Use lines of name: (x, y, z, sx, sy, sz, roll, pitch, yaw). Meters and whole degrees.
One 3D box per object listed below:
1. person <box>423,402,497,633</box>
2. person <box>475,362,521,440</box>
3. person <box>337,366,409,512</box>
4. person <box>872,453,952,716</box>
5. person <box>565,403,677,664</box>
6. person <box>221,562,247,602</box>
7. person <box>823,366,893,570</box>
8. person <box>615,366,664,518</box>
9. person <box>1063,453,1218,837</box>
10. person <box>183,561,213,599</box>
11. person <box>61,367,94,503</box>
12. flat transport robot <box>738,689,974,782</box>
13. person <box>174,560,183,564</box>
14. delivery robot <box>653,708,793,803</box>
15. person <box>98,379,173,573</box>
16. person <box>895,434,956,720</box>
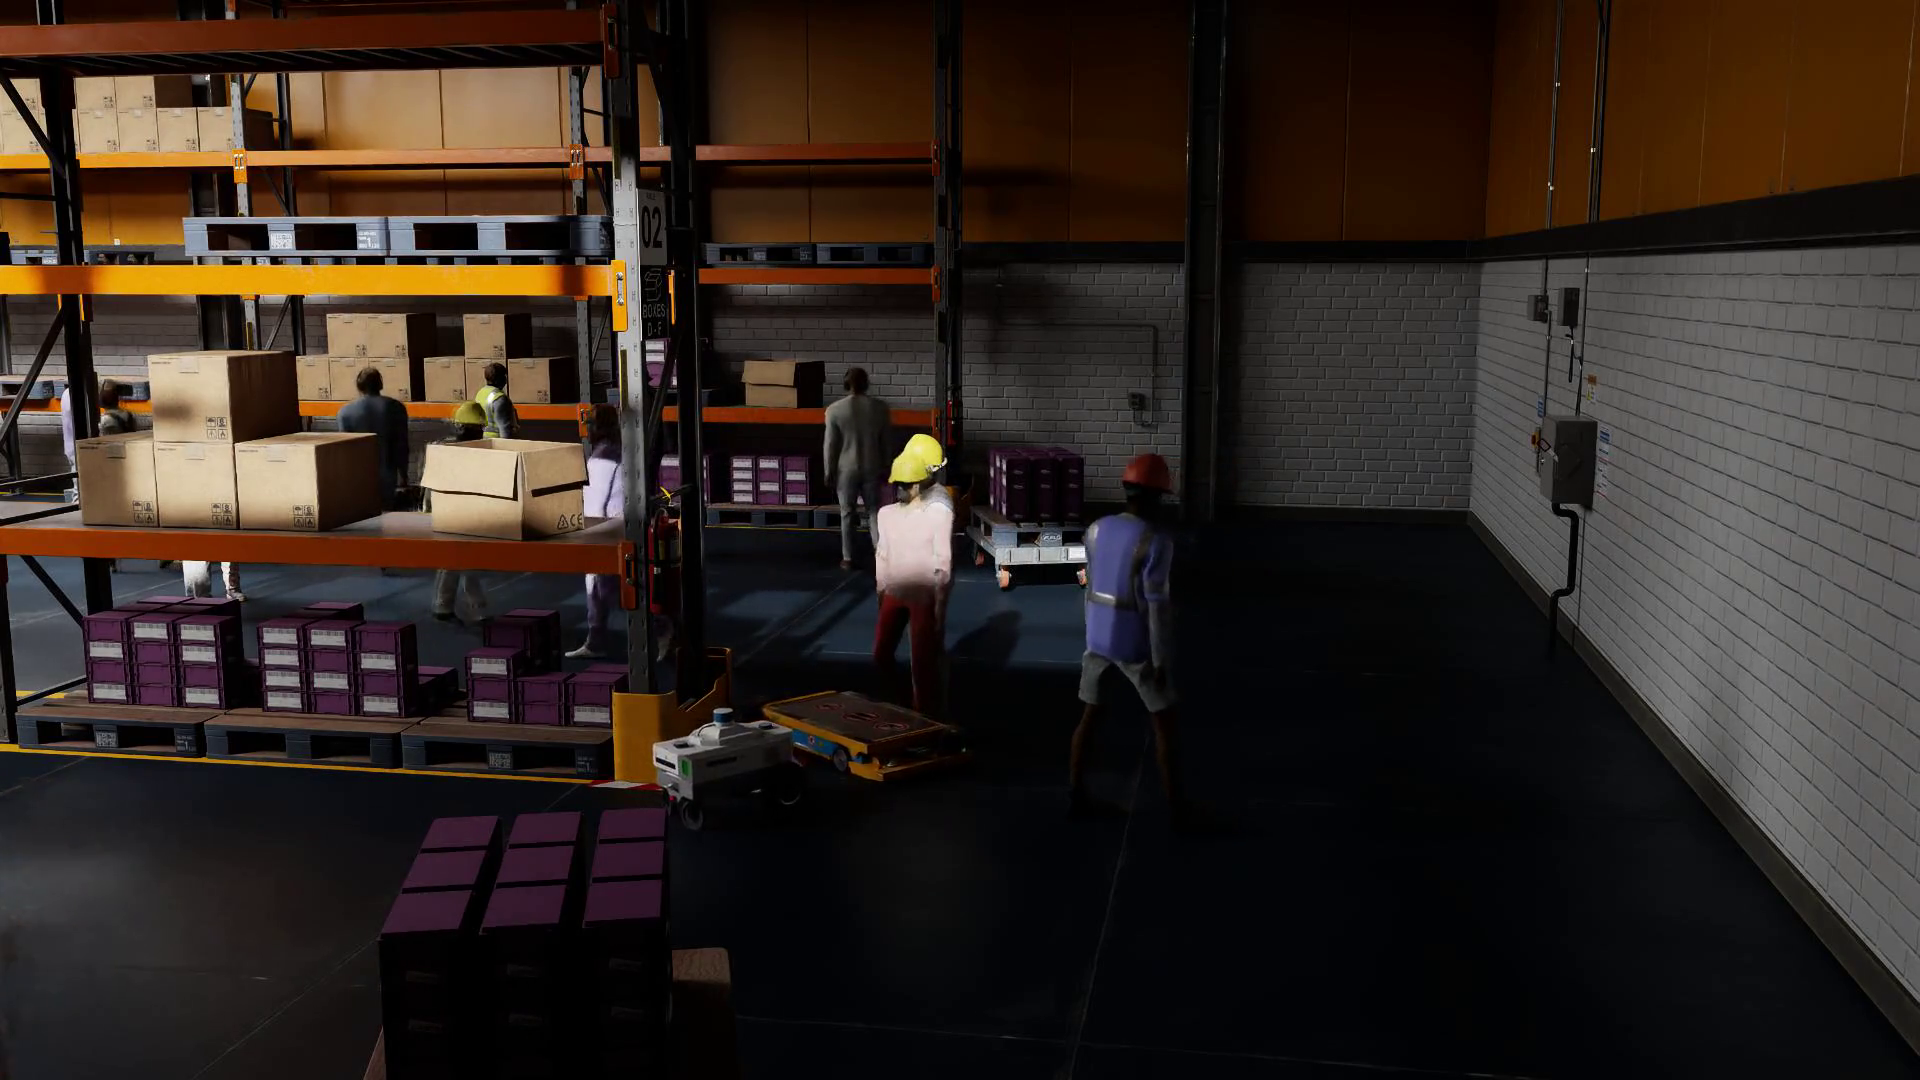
person: (-3.787, -0.170, 12.920, 0.919, 1.781, 0.618, 4, 10, 23)
person: (-4.860, -0.948, 17.575, 0.429, 1.844, 0.633, -7, 12, -38)
person: (-5.480, -0.668, 15.614, 0.637, 1.921, 0.675, -5, 10, -28)
person: (-0.290, 0.365, 9.759, 0.546, 1.756, 0.388, 5, 10, 28)
person: (-2.431, -0.037, 11.826, 0.811, 1.878, 0.650, 0, 9, 1)
person: (-6.307, -0.445, 13.986, 0.619, 1.994, 0.381, -6, 11, -35)
person: (-0.957, -0.655, 15.499, 0.661, 1.928, 0.586, -3, 10, -18)
person: (-3.146, -0.812, 16.122, 0.535, 2.000, 0.687, 1, 9, 5)
person: (0.893, 0.518, 8.338, 0.509, 1.902, 0.682, -9, 13, -43)
person: (-6.154, -0.303, 13.455, 0.353, 1.883, 0.573, -7, 11, -36)
person: (-8.666, -0.820, 16.488, 0.358, 1.938, 0.636, -7, 12, -38)
flat transport robot: (-0.631, 1.106, 9.697, 0.652, 0.197, 1.431, -8, 12, -40)
person: (-7.381, -0.668, 15.862, 0.474, 1.831, 0.661, -1, 9, -4)
delivery robot: (-1.211, 1.106, 8.529, 0.707, 0.478, 0.477, -8, 12, -41)
person: (-7.718, -0.582, 15.361, 0.783, 1.824, 0.522, 2, 9, 12)
person: (-0.231, 0.276, 10.001, 0.403, 1.837, 0.591, -3, 10, -17)
